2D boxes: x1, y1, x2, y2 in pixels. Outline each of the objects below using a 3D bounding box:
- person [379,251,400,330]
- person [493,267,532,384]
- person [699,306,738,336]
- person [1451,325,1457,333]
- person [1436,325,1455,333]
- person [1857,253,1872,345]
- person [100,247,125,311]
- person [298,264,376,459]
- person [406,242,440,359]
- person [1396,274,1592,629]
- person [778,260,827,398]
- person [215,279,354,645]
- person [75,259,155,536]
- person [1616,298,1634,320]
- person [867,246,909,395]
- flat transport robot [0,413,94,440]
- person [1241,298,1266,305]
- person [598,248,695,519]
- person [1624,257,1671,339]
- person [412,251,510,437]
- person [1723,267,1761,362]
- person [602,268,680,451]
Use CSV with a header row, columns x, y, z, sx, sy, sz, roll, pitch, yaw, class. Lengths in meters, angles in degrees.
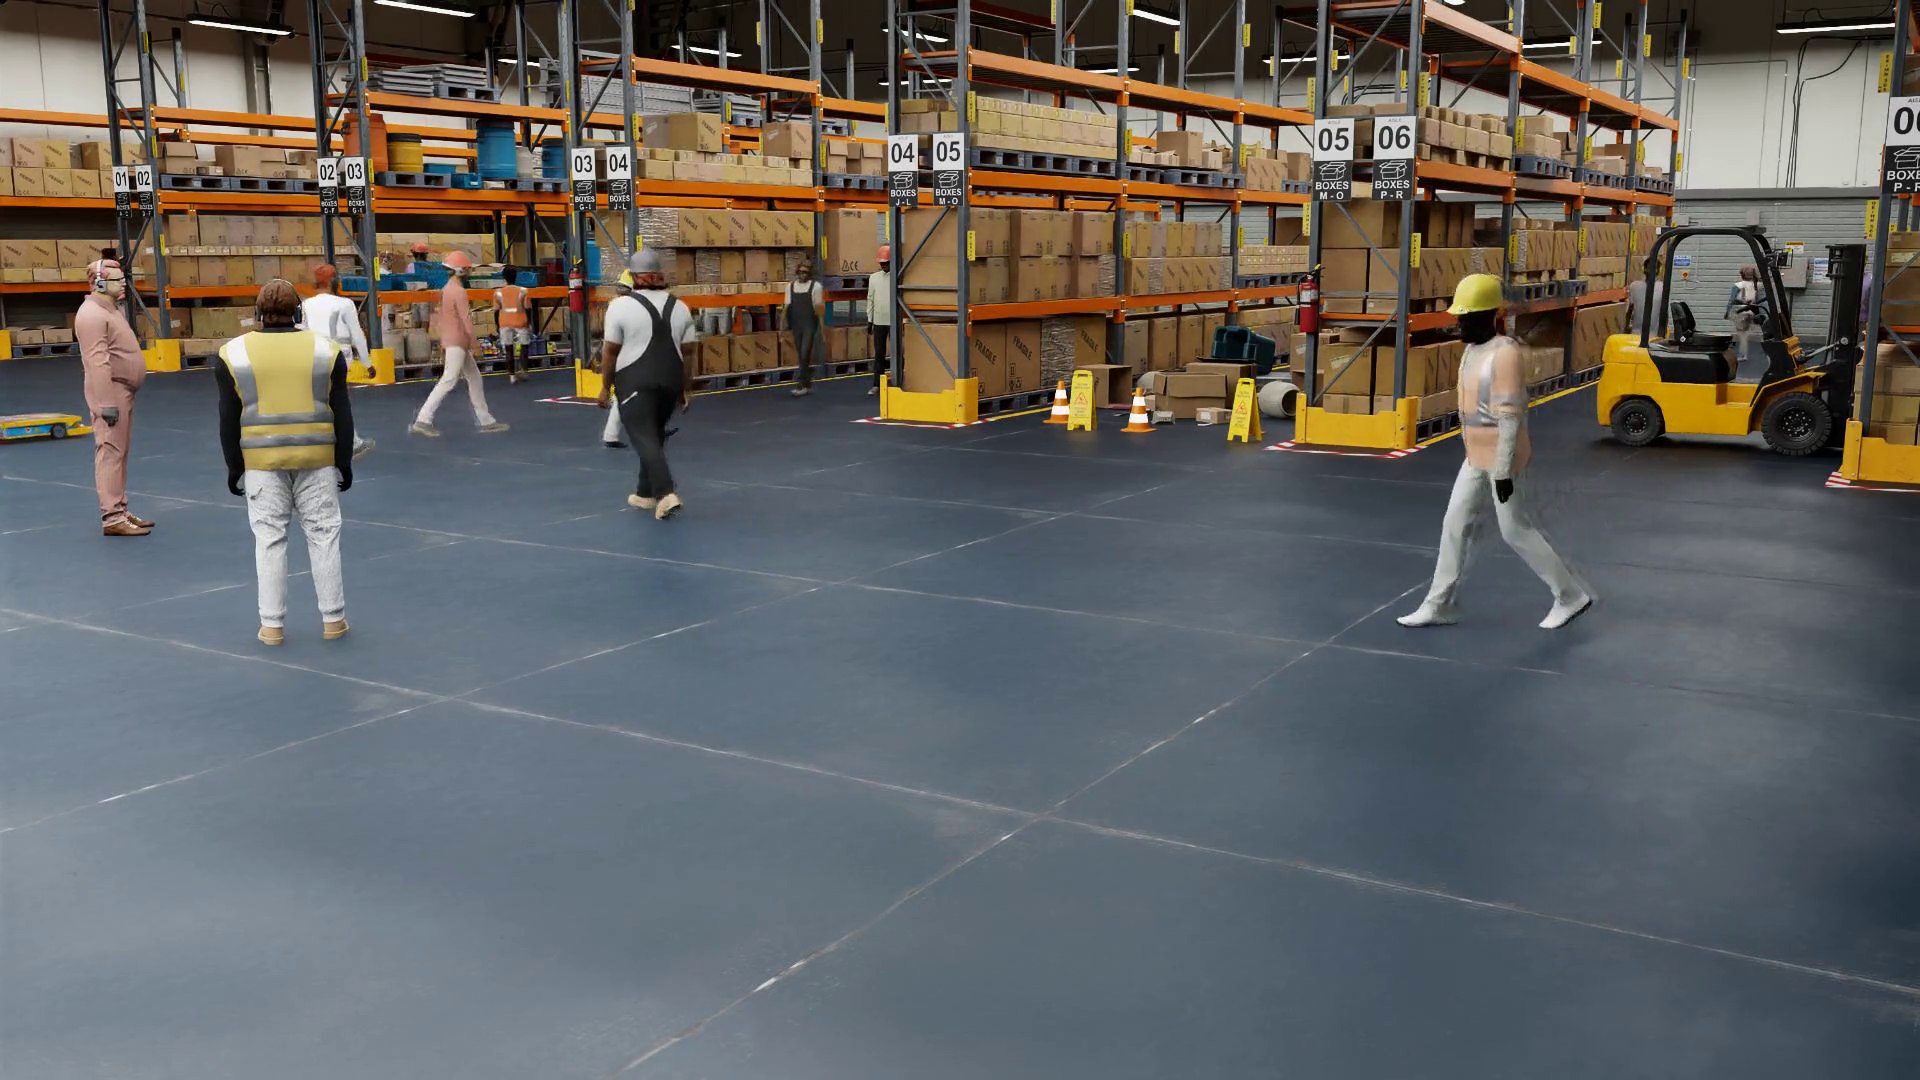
x,y,z,sx,sy,sz,roll,pitch,yaw,class
-9.151,-3.665,26.610,0.409,1.903,0.638,-6,12,-31,person
-6.456,-3.108,24.060,0.554,1.682,0.568,-1,10,-7,person
-3.668,-3.441,25.284,0.625,1.934,0.364,1,10,3,person
9.353,-4.545,31.480,0.766,1.912,0.564,8,13,39,person
7.845,-3.743,26.995,0.562,1.917,0.443,6,12,29,person
12.826,-3.183,23.846,0.590,1.923,0.383,6,12,31,person
-15.145,-4.256,29.772,0.640,1.952,0.417,9,13,40,person
-5.729,-1.600,15.255,0.572,1.826,1.004,4,11,19,person
-9.303,-4.124,28.780,0.615,2.042,0.374,8,13,39,person
2.833,-0.444,8.672,0.963,1.876,0.637,-1,10,-6,person
-2.107,-2.760,21.828,0.585,1.791,0.906,4,11,20,person
-3.396,-0.389,8.430,0.630,1.843,0.429,-5,11,-24,person
-5.877,-0.986,11.586,0.407,1.910,0.640,-3,11,-19,person
12.632,-4.511,31.072,0.635,1.995,1.001,-7,12,-36,person
-0.963,-2.904,22.109,0.610,1.986,0.392,4,11,20,person
-9.751,-1.148,17.075,0.652,0.197,1.431,6,12,32,flat transport robot
5.749,-4.658,32.209,0.553,1.880,0.999,5,11,27,person
-2.296,-1.190,12.358,0.677,2.000,0.986,-9,13,-41,person
8.555,-2.601,20.763,0.527,1.852,0.548,5,11,27,person
-5.330,-2.062,17.524,1.027,1.950,0.613,-5,11,-25,person
13.460,-3.891,28.652,0.534,1.615,0.619,-3,10,-14,person
-3.179,-1.778,16.369,0.943,1.777,0.620,-7,13,-36,person
